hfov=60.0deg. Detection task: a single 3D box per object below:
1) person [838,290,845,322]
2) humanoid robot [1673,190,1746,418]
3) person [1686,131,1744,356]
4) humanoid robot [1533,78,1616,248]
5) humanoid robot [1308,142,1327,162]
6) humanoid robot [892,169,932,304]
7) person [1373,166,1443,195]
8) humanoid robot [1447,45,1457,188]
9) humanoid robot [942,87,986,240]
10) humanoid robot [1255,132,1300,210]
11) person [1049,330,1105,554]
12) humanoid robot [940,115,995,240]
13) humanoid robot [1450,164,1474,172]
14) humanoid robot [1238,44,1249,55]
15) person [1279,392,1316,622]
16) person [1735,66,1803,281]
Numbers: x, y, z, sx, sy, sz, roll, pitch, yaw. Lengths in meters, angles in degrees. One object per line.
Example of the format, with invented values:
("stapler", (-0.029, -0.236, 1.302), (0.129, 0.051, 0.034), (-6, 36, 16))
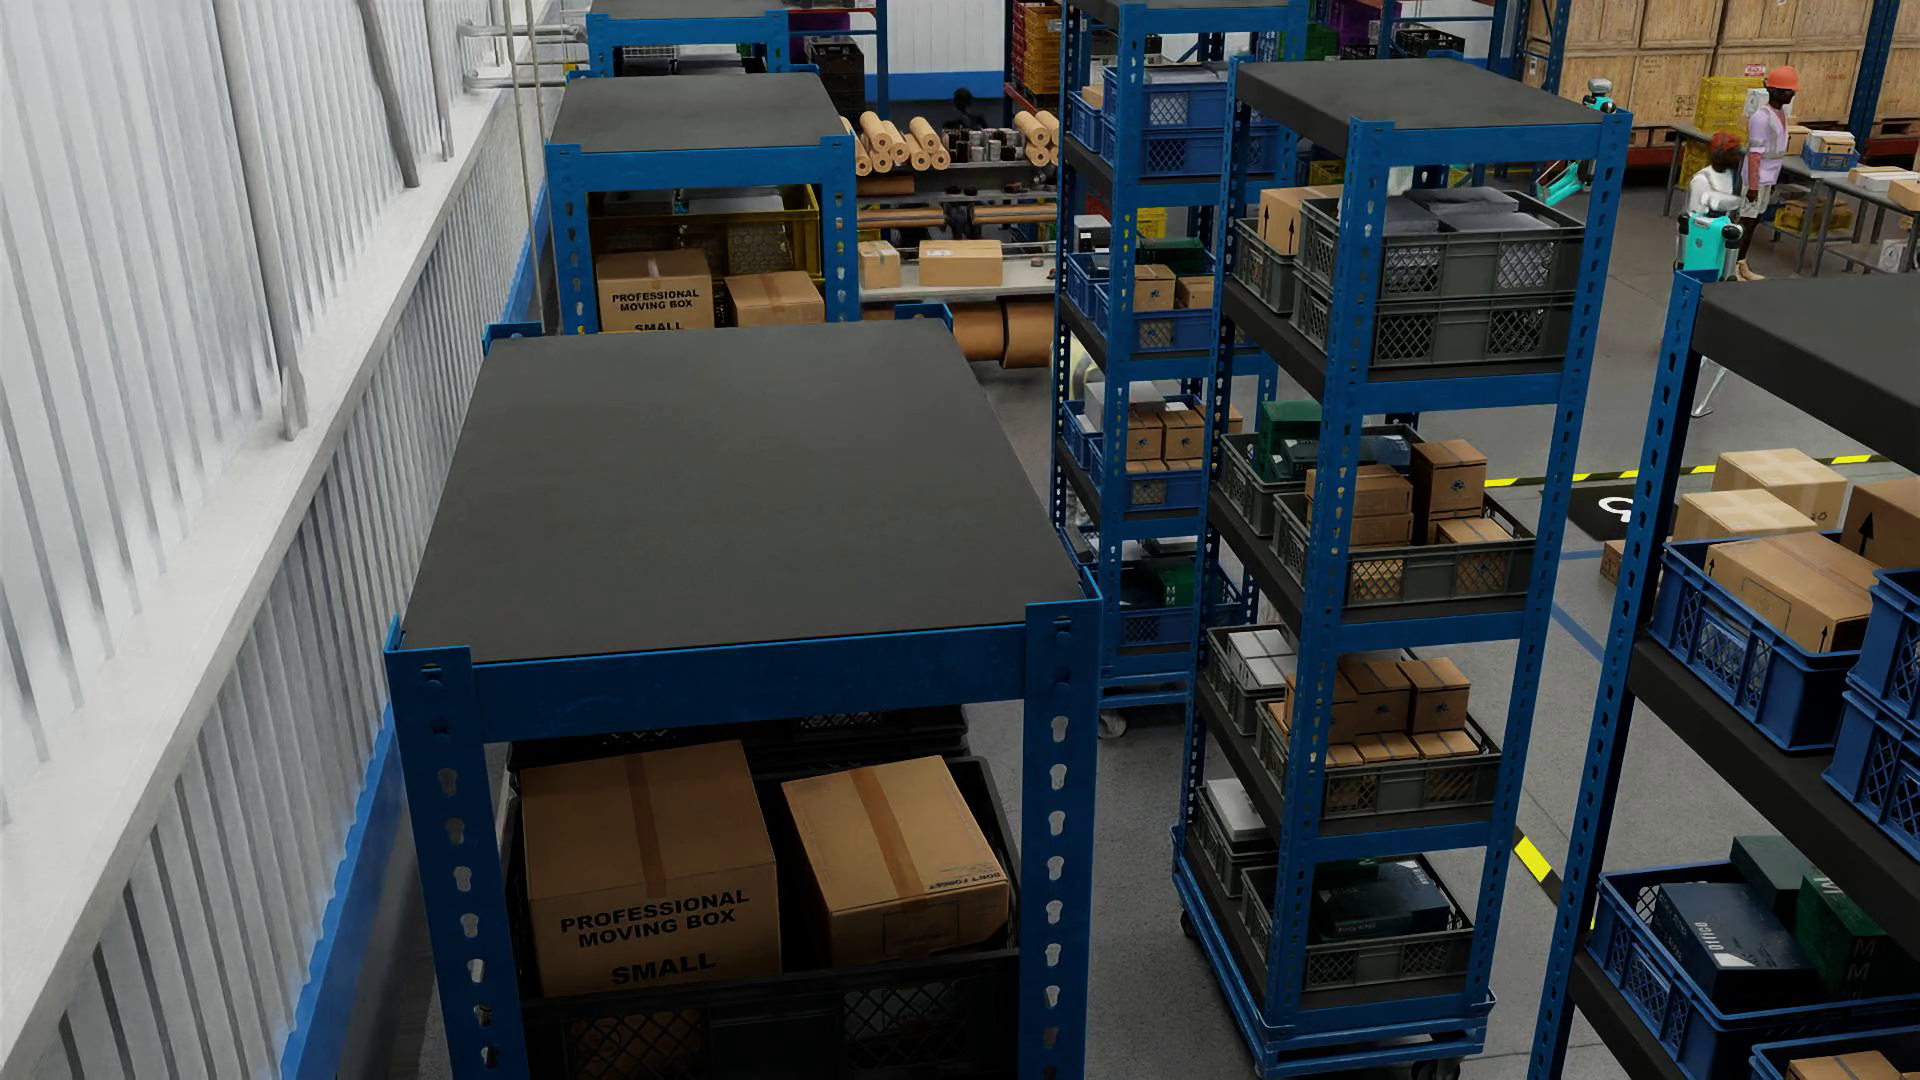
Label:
("person", (-0.941, -0.995, 10.533), (0.980, 1.872, 0.632), (10, 26, 20))
("humanoid robot", (5.558, -1.740, 12.162), (0.735, 1.679, 0.533), (-11, 27, -23))
("person", (6.083, -2.401, 13.588), (0.654, 1.877, 0.358), (-20, 31, -37))
("humanoid robot", (5.983, -3.686, 16.437), (0.733, 1.691, 0.532), (-2, 25, -4))
("humanoid robot", (4.028, -4.590, 18.584), (0.367, 1.657, 0.593), (2, 25, 4))
("humanoid robot", (-0.385, -2.241, 13.483), (0.360, 1.650, 0.588), (8, 26, 18))
("person", (3.718, -2.594, 13.959), (0.637, 1.925, 0.632), (22, 32, 39))
("humanoid robot", (5.674, -4.899, 19.268), (0.613, 1.637, 0.448), (-13, 28, -27))
("humanoid robot", (0.085, -3.671, 16.585), (0.608, 1.646, 0.403), (-19, 31, -35))
("humanoid robot", (3.390, -4.407, 18.185), (0.542, 1.835, 0.718), (22, 33, 39))
("person", (0.751, -0.537, 9.583), (0.430, 1.845, 0.621), (-11, 27, -22))
("humanoid robot", (0.061, -3.098, 15.353), (0.591, 1.647, 0.458), (-12, 27, -24))
("humanoid robot", (5.050, -3.973, 17.210), (0.540, 1.798, 0.850), (-7, 26, -16))
("humanoid robot", (2.941, -4.601, 18.635), (0.926, 1.824, 0.530), (-4, 25, -8))
("person", (1.707, 0.170, 8.096), (0.374, 1.808, 0.699), (-3, 25, -7))
("person", (7.486, -3.370, 15.505), (0.371, 2.044, 0.606), (19, 31, 36))
